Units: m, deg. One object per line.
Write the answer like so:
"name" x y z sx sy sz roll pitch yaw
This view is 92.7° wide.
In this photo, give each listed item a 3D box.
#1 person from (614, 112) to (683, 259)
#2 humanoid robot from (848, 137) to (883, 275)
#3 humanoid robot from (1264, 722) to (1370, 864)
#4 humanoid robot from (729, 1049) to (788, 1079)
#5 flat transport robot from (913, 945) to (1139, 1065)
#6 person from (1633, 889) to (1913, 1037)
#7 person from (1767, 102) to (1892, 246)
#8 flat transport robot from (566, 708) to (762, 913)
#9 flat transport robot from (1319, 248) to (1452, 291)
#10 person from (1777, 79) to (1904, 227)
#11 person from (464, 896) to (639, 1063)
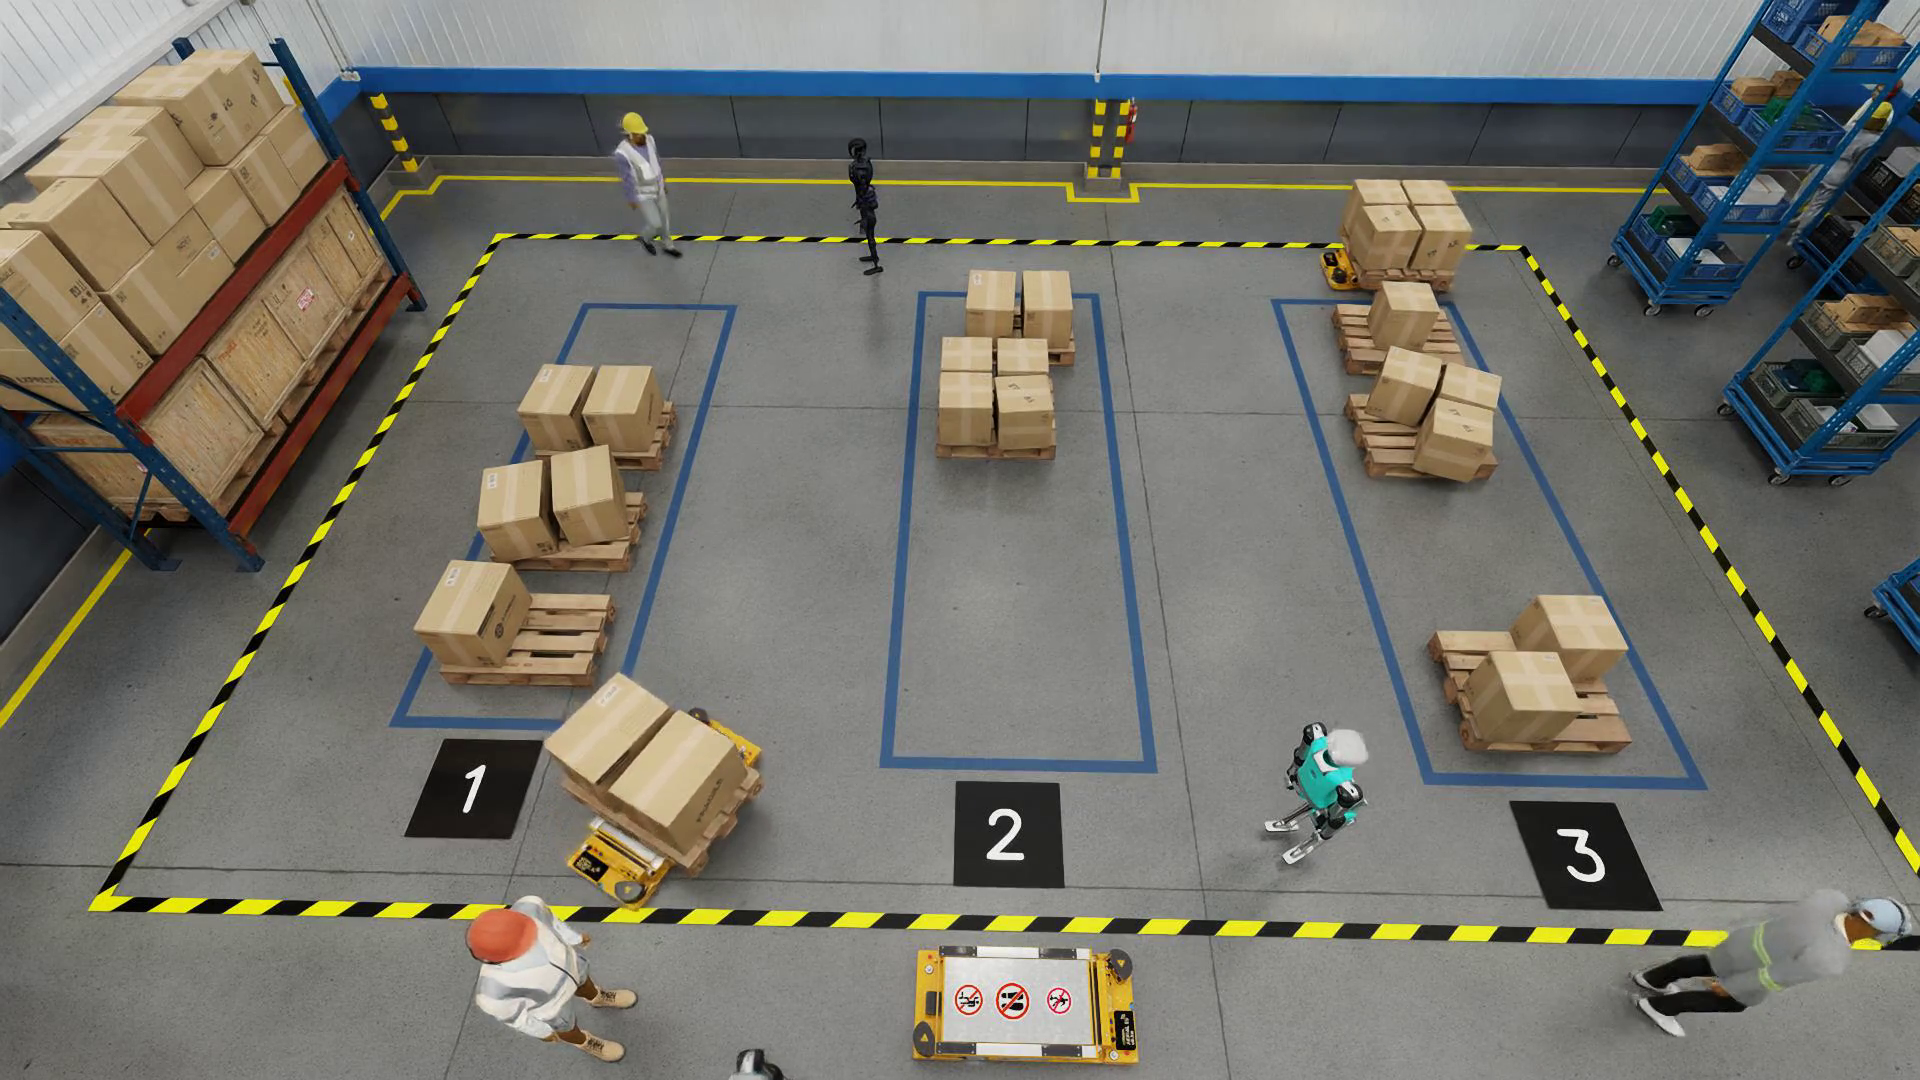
"person" -3.685 -4.159 10.868 0.430 1.819 0.598 24 55 18
"humanoid robot" -1.121 -3.909 10.753 0.315 1.659 0.599 -8 51 -7
"humanoid robot" 2.504 1.675 6.086 0.735 1.677 0.533 -12 52 -10
"humanoid robot" -0.797 3.202 4.991 0.693 1.890 0.547 -3 51 -3
"flat transport robot" 0.422 3.041 6.007 1.431 0.231 0.659 1 51 1
"person" 4.779 2.495 5.455 0.539 1.815 0.610 27 56 20
"person" 10.592 -4.449 11.161 0.309 1.741 0.486 -32 57 -23
"flat transport robot" -2.197 1.965 6.866 0.652 0.197 1.431 24 55 18
"flat transport robot" 5.197 -3.326 11.179 1.431 0.197 0.652 1 51 1
"person" 10.960 -4.774 11.362 0.373 1.840 0.568 12 52 10
"person" -2.323 2.537 5.272 0.368 2.047 0.604 3 51 3
